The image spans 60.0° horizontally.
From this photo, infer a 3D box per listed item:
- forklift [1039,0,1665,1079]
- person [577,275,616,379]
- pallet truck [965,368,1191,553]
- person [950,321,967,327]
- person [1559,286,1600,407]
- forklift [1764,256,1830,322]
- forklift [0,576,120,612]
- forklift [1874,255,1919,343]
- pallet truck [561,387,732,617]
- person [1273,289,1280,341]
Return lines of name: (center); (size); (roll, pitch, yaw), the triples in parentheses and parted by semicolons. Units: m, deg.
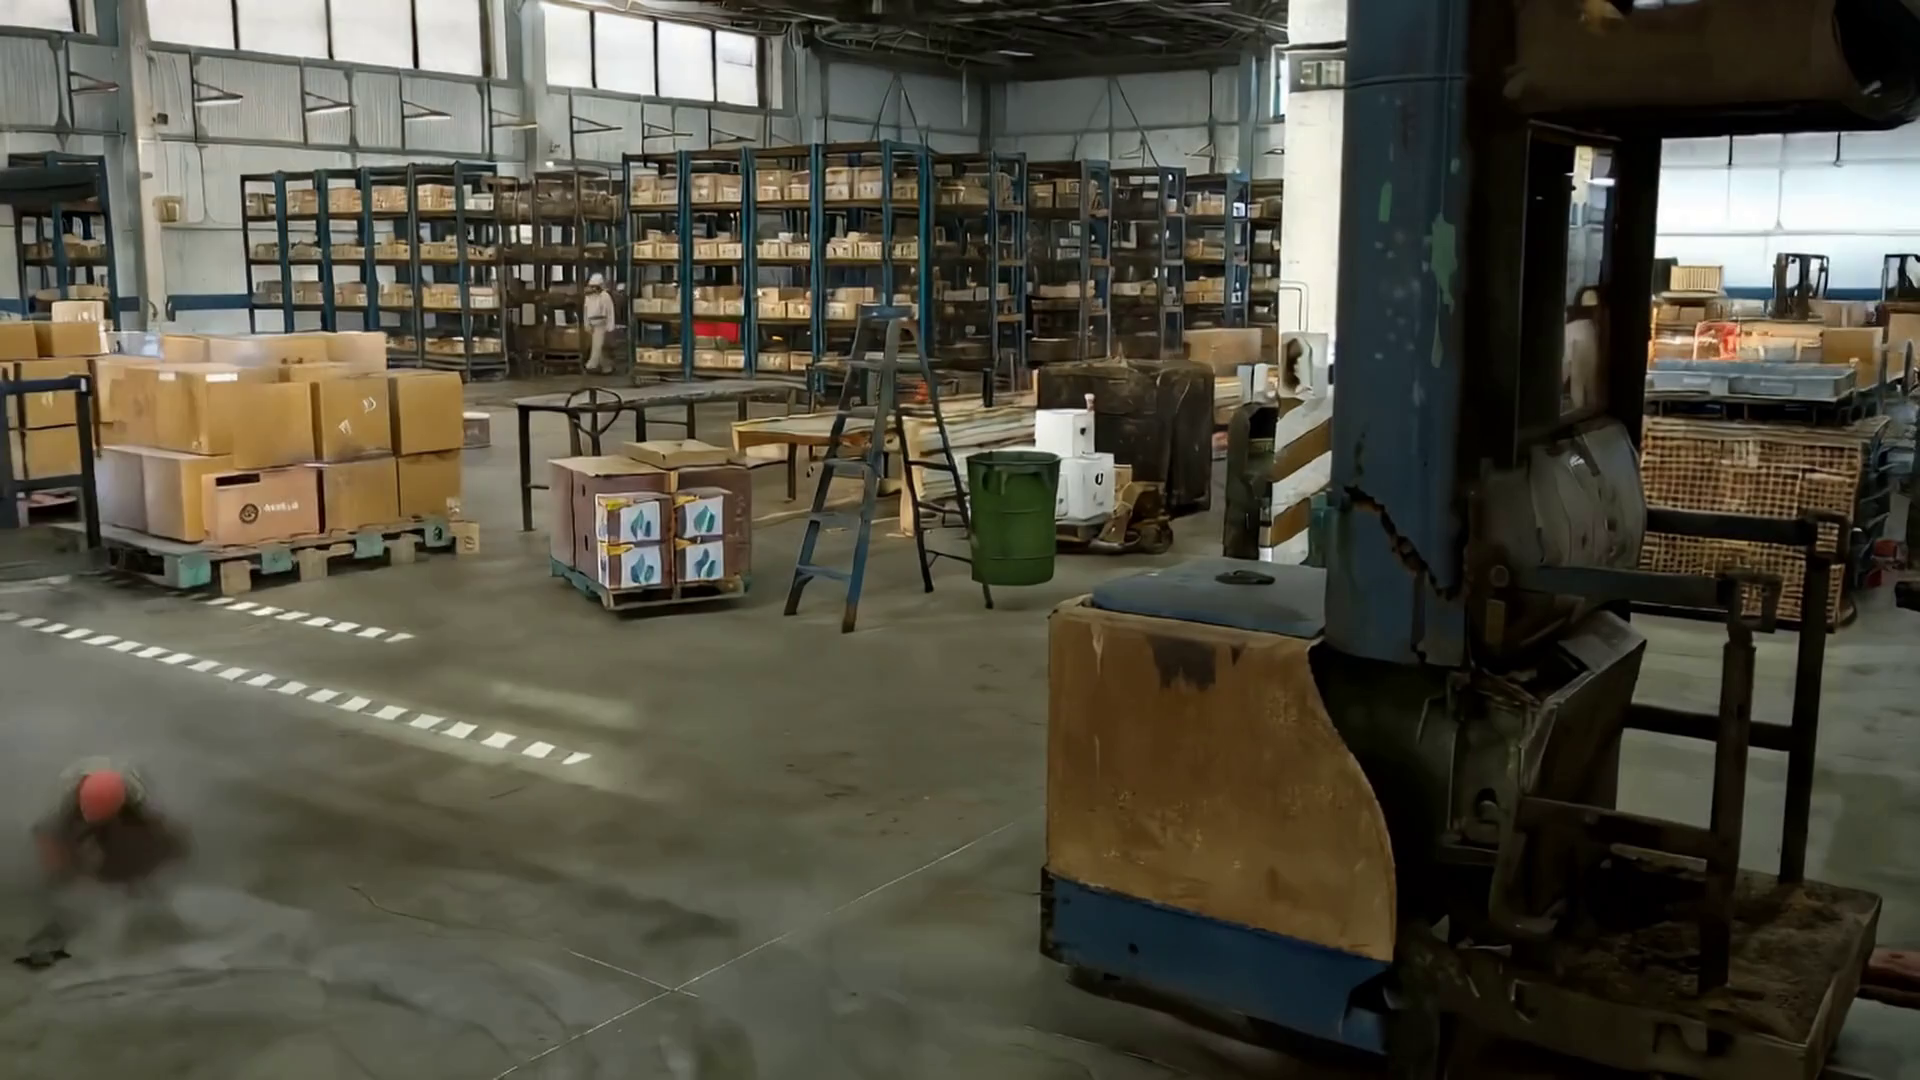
forklift: (1.249, -0.137, 4.360); (1.873, 2.768, 1.129); (7, 12, 35)
person: (-6.306, -3.692, 28.802); (0.623, 1.777, 0.957); (7, 12, 36)
pallet truck: (0.845, -0.609, 11.869); (1.630, 1.274, 0.653); (7, 12, 35)
person: (-0.079, -5.101, 37.040); (0.612, 1.826, 0.453); (9, 13, 43)
person: (6.769, -1.863, 18.001); (0.530, 1.753, 0.505); (4, 10, 23)
forklift: (20.253, -5.854, 40.139); (1.157, 1.987, 2.680); (7, 12, 35)
forklift: (-5.952, -0.941, 9.149); (1.129, 2.768, 1.873); (7, 12, 35)
forklift: (22.089, -5.634, 38.796); (1.157, 1.987, 2.680); (6, 11, 33)
pallet truck: (-1.981, -0.274, 10.088); (0.680, 1.201, 1.601); (-5, 11, -28)
person: (5.131, -3.249, 25.664); (0.604, 1.948, 0.386); (5, 11, 29)
